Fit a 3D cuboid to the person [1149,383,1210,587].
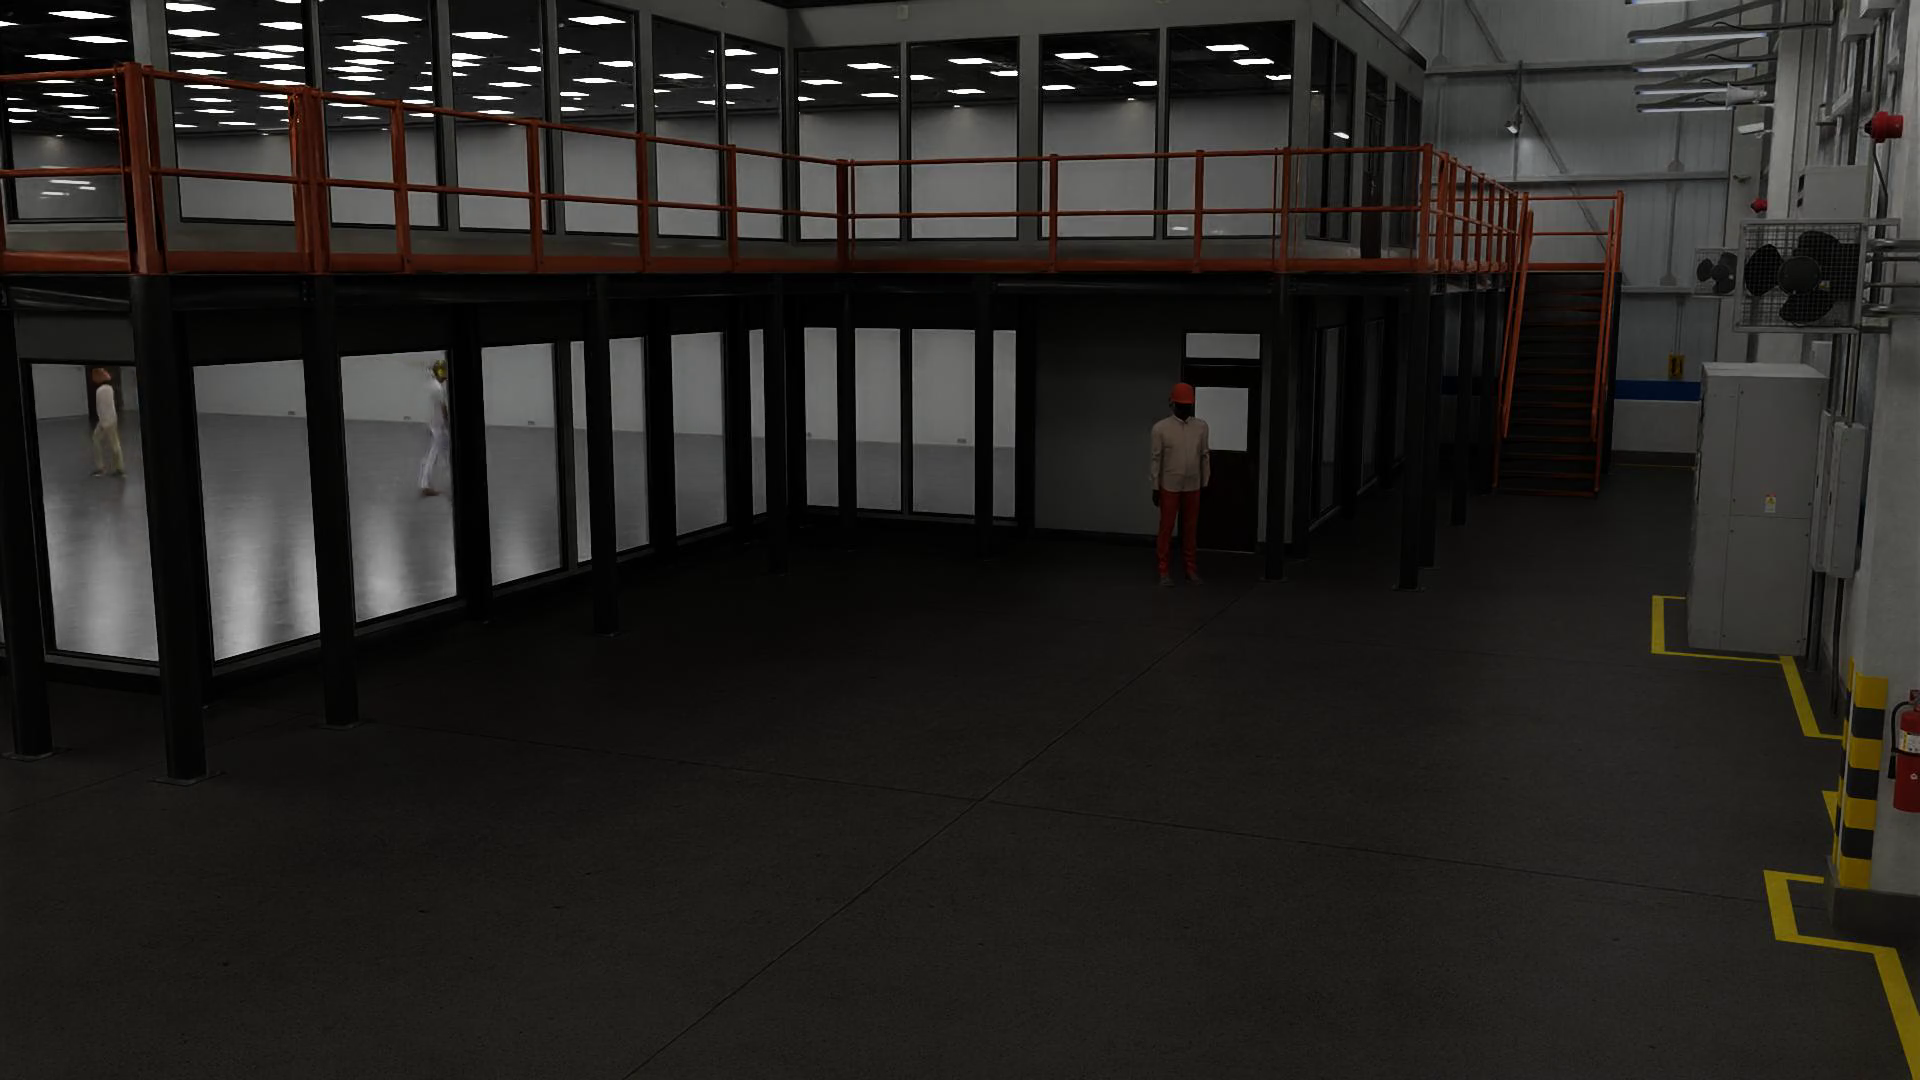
[{"bbox_3d":[2.132,-0.527,16.081,0.616,1.986,0.407,-3,10,-18],"label":"person"}]
